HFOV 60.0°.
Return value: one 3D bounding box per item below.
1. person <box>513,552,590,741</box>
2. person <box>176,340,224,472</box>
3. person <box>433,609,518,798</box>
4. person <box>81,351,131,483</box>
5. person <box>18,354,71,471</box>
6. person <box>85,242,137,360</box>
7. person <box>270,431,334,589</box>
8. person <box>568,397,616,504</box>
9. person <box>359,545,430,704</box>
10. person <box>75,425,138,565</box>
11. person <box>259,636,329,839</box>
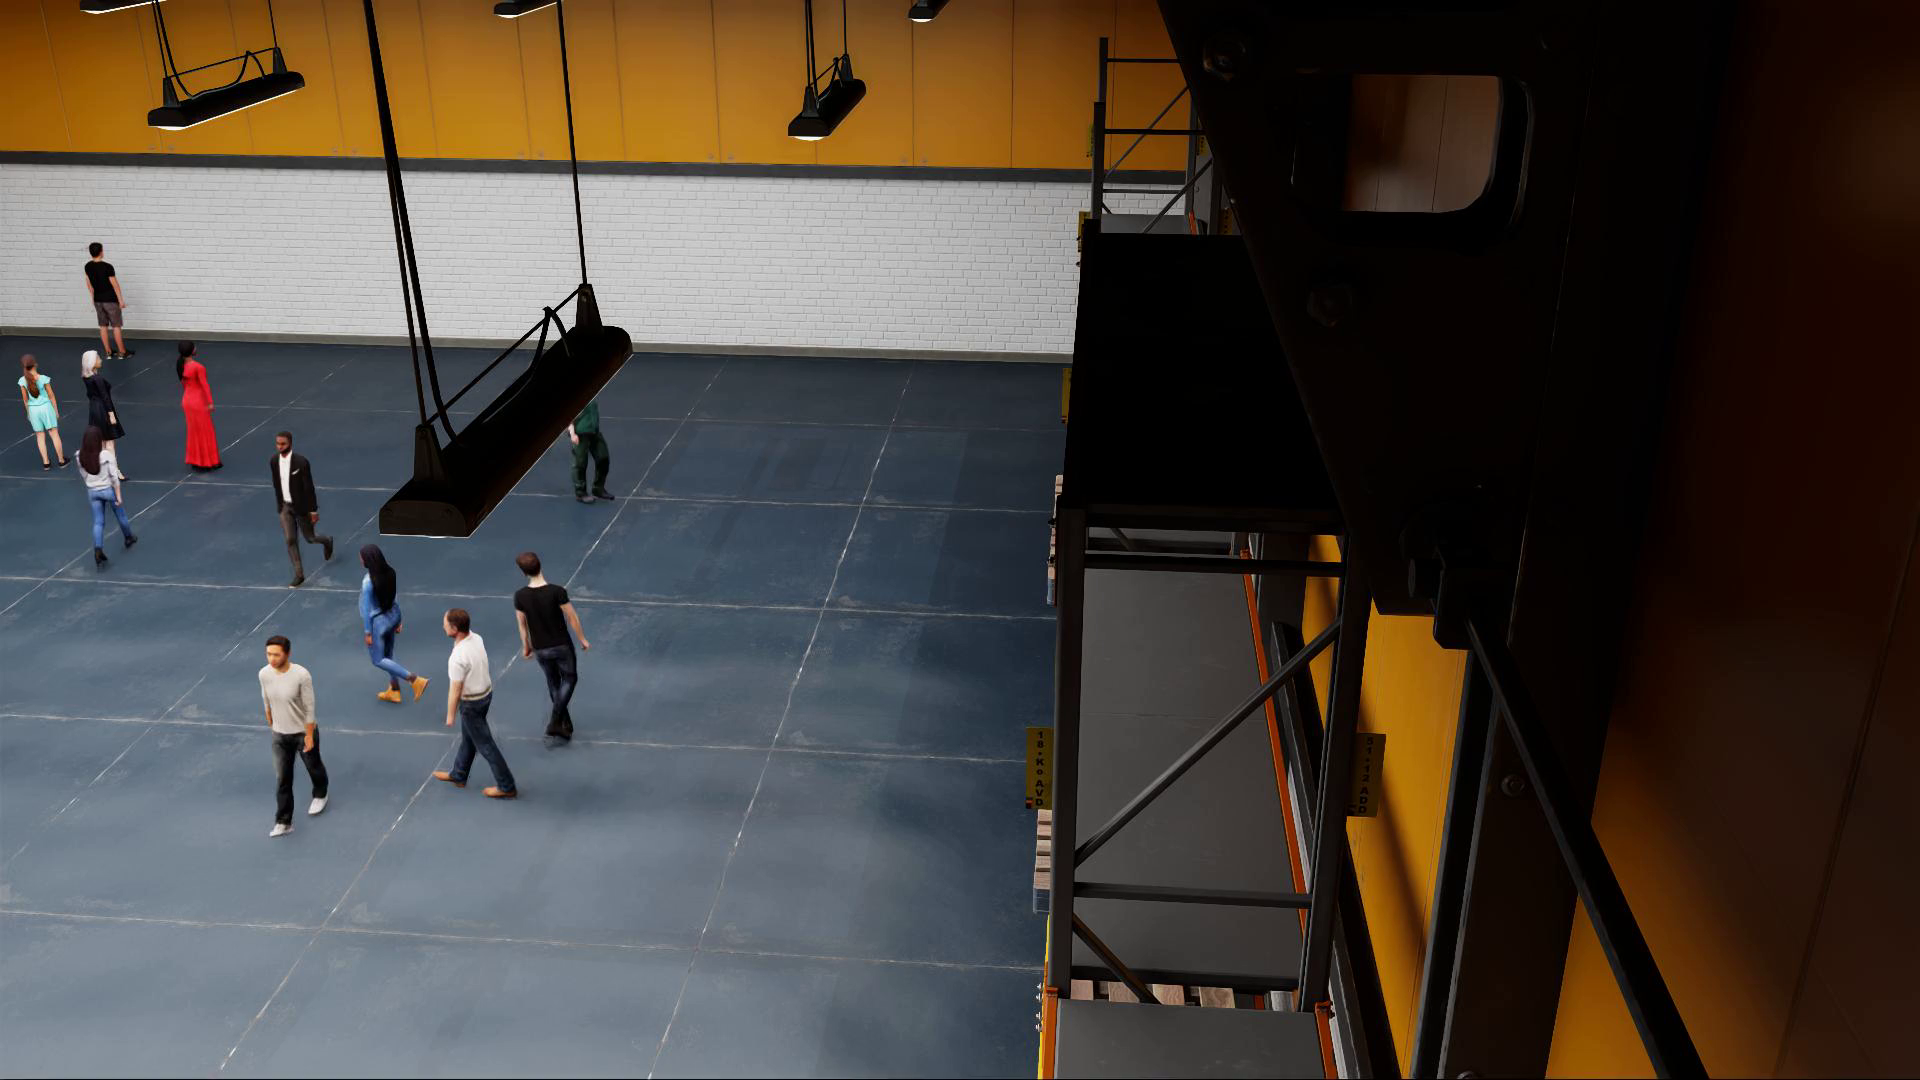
[{"bbox_3d":[-3.794,1.005,15.369,0.803,1.872,0.844,4,24,8],"label":"person"},{"bbox_3d":[-10.054,-1.757,21.801,0.741,1.782,0.745,11,26,23],"label":"person"},{"bbox_3d":[-4.136,1.444,14.427,0.747,1.823,0.958,3,24,7],"label":"person"},{"bbox_3d":[-11.072,-1.606,21.499,0.701,1.747,0.734,18,29,35],"label":"person"},{"bbox_3d":[-12.124,-1.700,21.950,0.618,1.558,0.627,-7,25,-16],"label":"person"},{"bbox_3d":[-13.552,-3.799,26.371,0.686,1.861,0.576,3,24,8],"label":"person"},{"bbox_3d":[-7.409,-0.385,18.669,0.723,1.775,1.078,5,24,11],"label":"person"},{"bbox_3d":[-4.761,-1.365,20.777,0.923,1.883,0.836,13,27,27],"label":"person"},{"bbox_3d":[-5.450,0.854,15.935,0.774,1.695,0.866,8,25,17],"label":"person"},{"bbox_3d":[-9.905,-0.491,19.139,0.721,1.593,1.079,-2,24,-4],"label":"person"},{"bbox_3d":[-5.615,1.579,14.173,0.652,1.779,1.070,1,24,3],"label":"person"}]
